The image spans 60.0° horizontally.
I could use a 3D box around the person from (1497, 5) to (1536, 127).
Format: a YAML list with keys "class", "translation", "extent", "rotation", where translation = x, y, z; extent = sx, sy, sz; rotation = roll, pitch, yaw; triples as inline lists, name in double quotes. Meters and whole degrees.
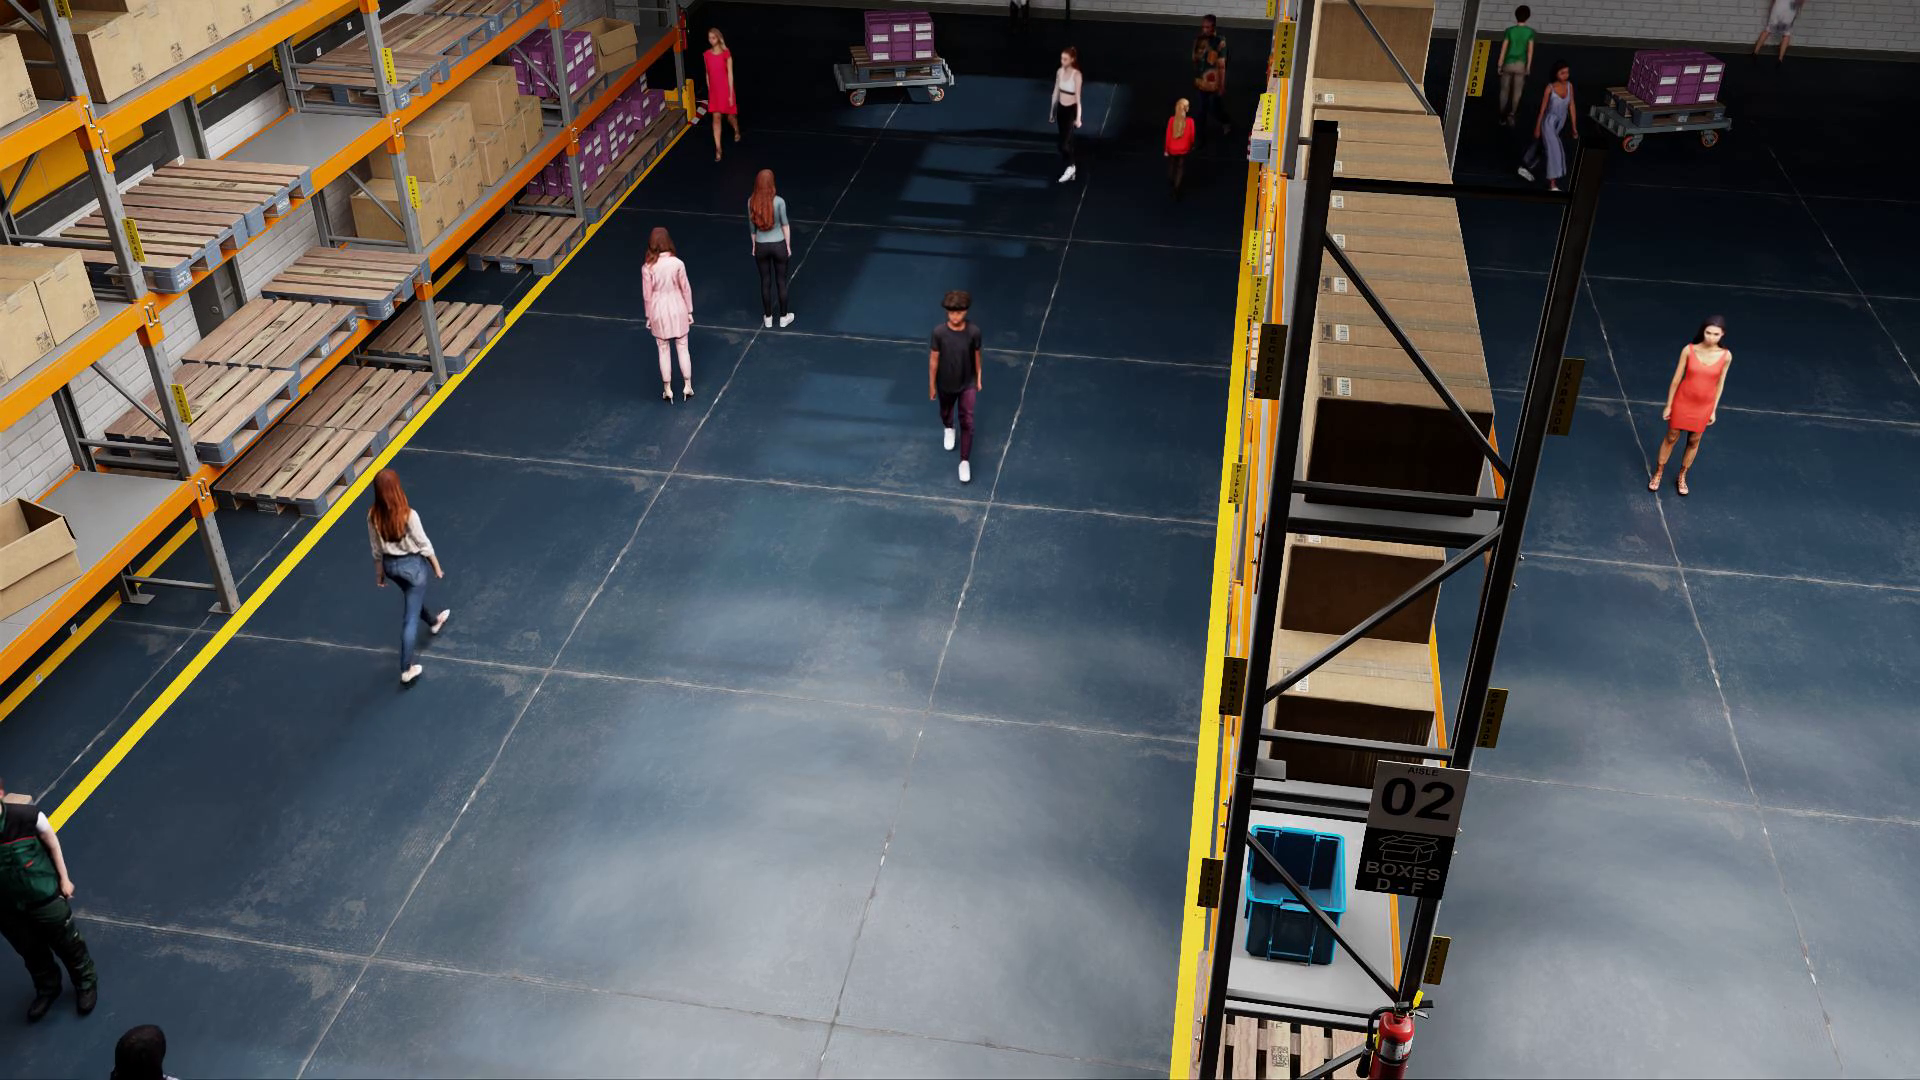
- class: "person"
  translation: [7.583, -6.442, 22.713]
  extent: [0.611, 1.645, 0.793]
  rotation: [8, 34, 11]

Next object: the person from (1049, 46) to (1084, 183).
- class: "person"
  translation: [1.434, -5.386, 21.042]
  extent: [0.768, 1.736, 0.712]
  rotation: [-23, 40, -30]

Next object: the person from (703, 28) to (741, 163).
- class: "person"
  translation: [-3.084, -5.874, 21.812]
  extent: [0.569, 1.696, 0.979]
  rotation: [5, 34, 8]

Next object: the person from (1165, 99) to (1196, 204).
- class: "person"
  translation: [2.698, -4.799, 20.586]
  extent: [0.546, 1.264, 0.745]
  rotation: [10, 35, 14]

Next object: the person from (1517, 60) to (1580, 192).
- class: "person"
  translation: [7.337, -5.184, 20.818]
  extent: [1.039, 1.647, 1.194]
  rotation: [-16, 37, -23]

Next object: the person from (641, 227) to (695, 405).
- class: "person"
  translation: [-2.834, -2.172, 16.148]
  extent: [0.690, 1.802, 0.666]
  rotation: [-8, 35, -12]

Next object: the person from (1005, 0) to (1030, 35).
- class: "person"
  translation: [0.911, -8.927, 26.377]
  extent: [0.657, 1.728, 0.710]
  rotation: [-19, 38, -26]

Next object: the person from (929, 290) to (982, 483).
- class: "person"
  translation: [-0.032, -1.505, 15.189]
  extent: [0.752, 1.751, 1.156]
  rotation: [1, 34, 2]

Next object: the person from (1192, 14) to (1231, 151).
- class: "person"
  translation: [3.355, -6.088, 22.056]
  extent: [1.021, 1.784, 1.167]
  rotation: [24, 41, 32]

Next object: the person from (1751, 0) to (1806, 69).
- class: "person"
  translation: [12.387, -7.926, 24.876]
  extent: [0.777, 1.723, 0.792]
  rotation: [19, 38, 26]

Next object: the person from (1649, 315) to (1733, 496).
- class: "person"
  translation: [6.510, -1.205, 14.768]
  extent: [0.612, 1.719, 0.540]
  rotation: [9, 35, 14]

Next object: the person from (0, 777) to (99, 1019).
- class: "person"
  translation: [-5.476, 2.057, 9.749]
  extent: [0.704, 1.842, 0.678]
  rotation: [-5, 34, -7]

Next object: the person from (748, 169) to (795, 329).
- class: "person"
  translation: [-1.996, -3.072, 17.555]
  extent: [0.587, 1.743, 0.560]
  rotation: [3, 34, 4]

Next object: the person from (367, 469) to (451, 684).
- class: "person"
  translation: [-4.221, 0.287, 12.557]
  extent: [0.622, 1.682, 1.138]
  rotation: [7, 34, 11]
